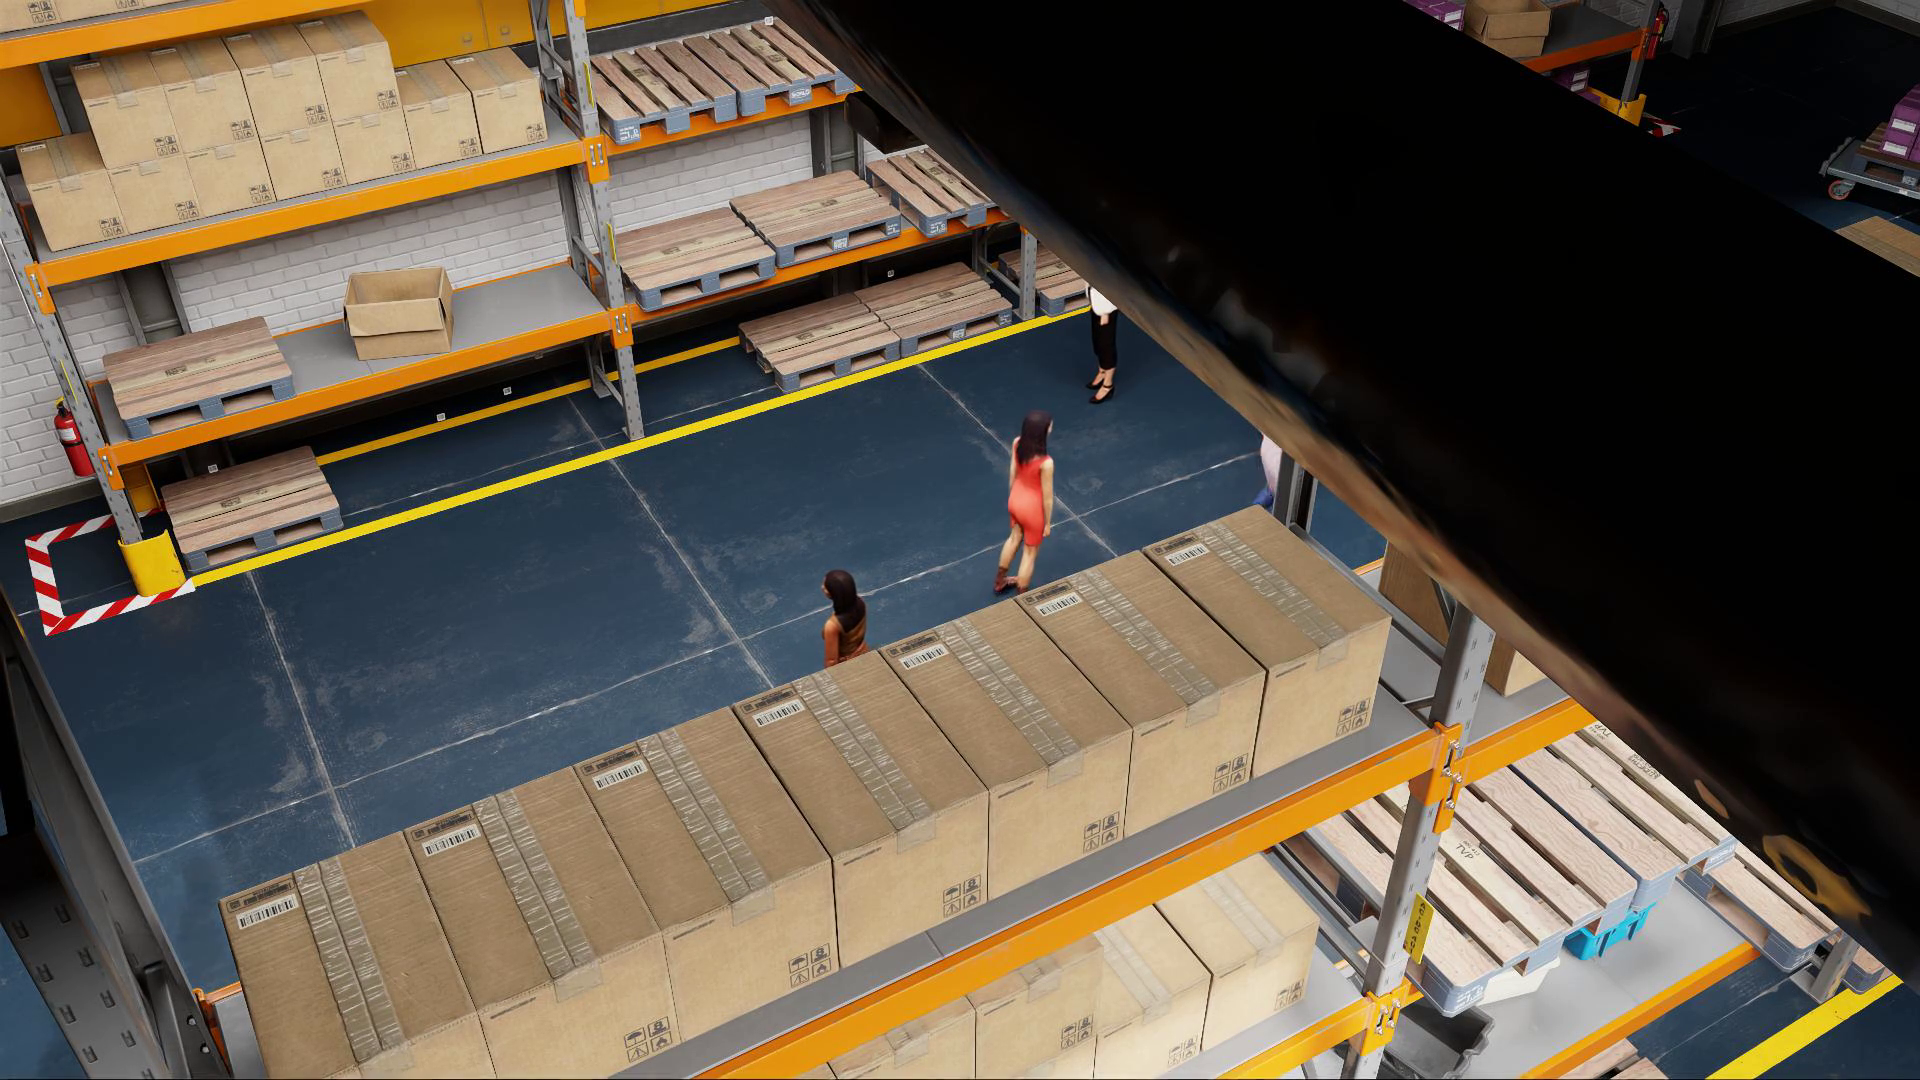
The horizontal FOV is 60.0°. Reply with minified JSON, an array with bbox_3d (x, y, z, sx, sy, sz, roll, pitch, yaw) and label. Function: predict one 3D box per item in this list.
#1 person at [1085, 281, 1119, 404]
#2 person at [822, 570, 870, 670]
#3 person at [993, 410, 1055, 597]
[{"bbox_3d":[1.245,-2.041,14.409,0.644,1.858,0.674,-6,39,-8],"label":"person"},{"bbox_3d":[-0.729,0.862,10.914,0.705,1.684,0.613,18,42,21],"label":"person"},{"bbox_3d":[0.483,-0.217,12.251,0.634,1.702,0.644,-28,46,-30],"label":"person"}]
